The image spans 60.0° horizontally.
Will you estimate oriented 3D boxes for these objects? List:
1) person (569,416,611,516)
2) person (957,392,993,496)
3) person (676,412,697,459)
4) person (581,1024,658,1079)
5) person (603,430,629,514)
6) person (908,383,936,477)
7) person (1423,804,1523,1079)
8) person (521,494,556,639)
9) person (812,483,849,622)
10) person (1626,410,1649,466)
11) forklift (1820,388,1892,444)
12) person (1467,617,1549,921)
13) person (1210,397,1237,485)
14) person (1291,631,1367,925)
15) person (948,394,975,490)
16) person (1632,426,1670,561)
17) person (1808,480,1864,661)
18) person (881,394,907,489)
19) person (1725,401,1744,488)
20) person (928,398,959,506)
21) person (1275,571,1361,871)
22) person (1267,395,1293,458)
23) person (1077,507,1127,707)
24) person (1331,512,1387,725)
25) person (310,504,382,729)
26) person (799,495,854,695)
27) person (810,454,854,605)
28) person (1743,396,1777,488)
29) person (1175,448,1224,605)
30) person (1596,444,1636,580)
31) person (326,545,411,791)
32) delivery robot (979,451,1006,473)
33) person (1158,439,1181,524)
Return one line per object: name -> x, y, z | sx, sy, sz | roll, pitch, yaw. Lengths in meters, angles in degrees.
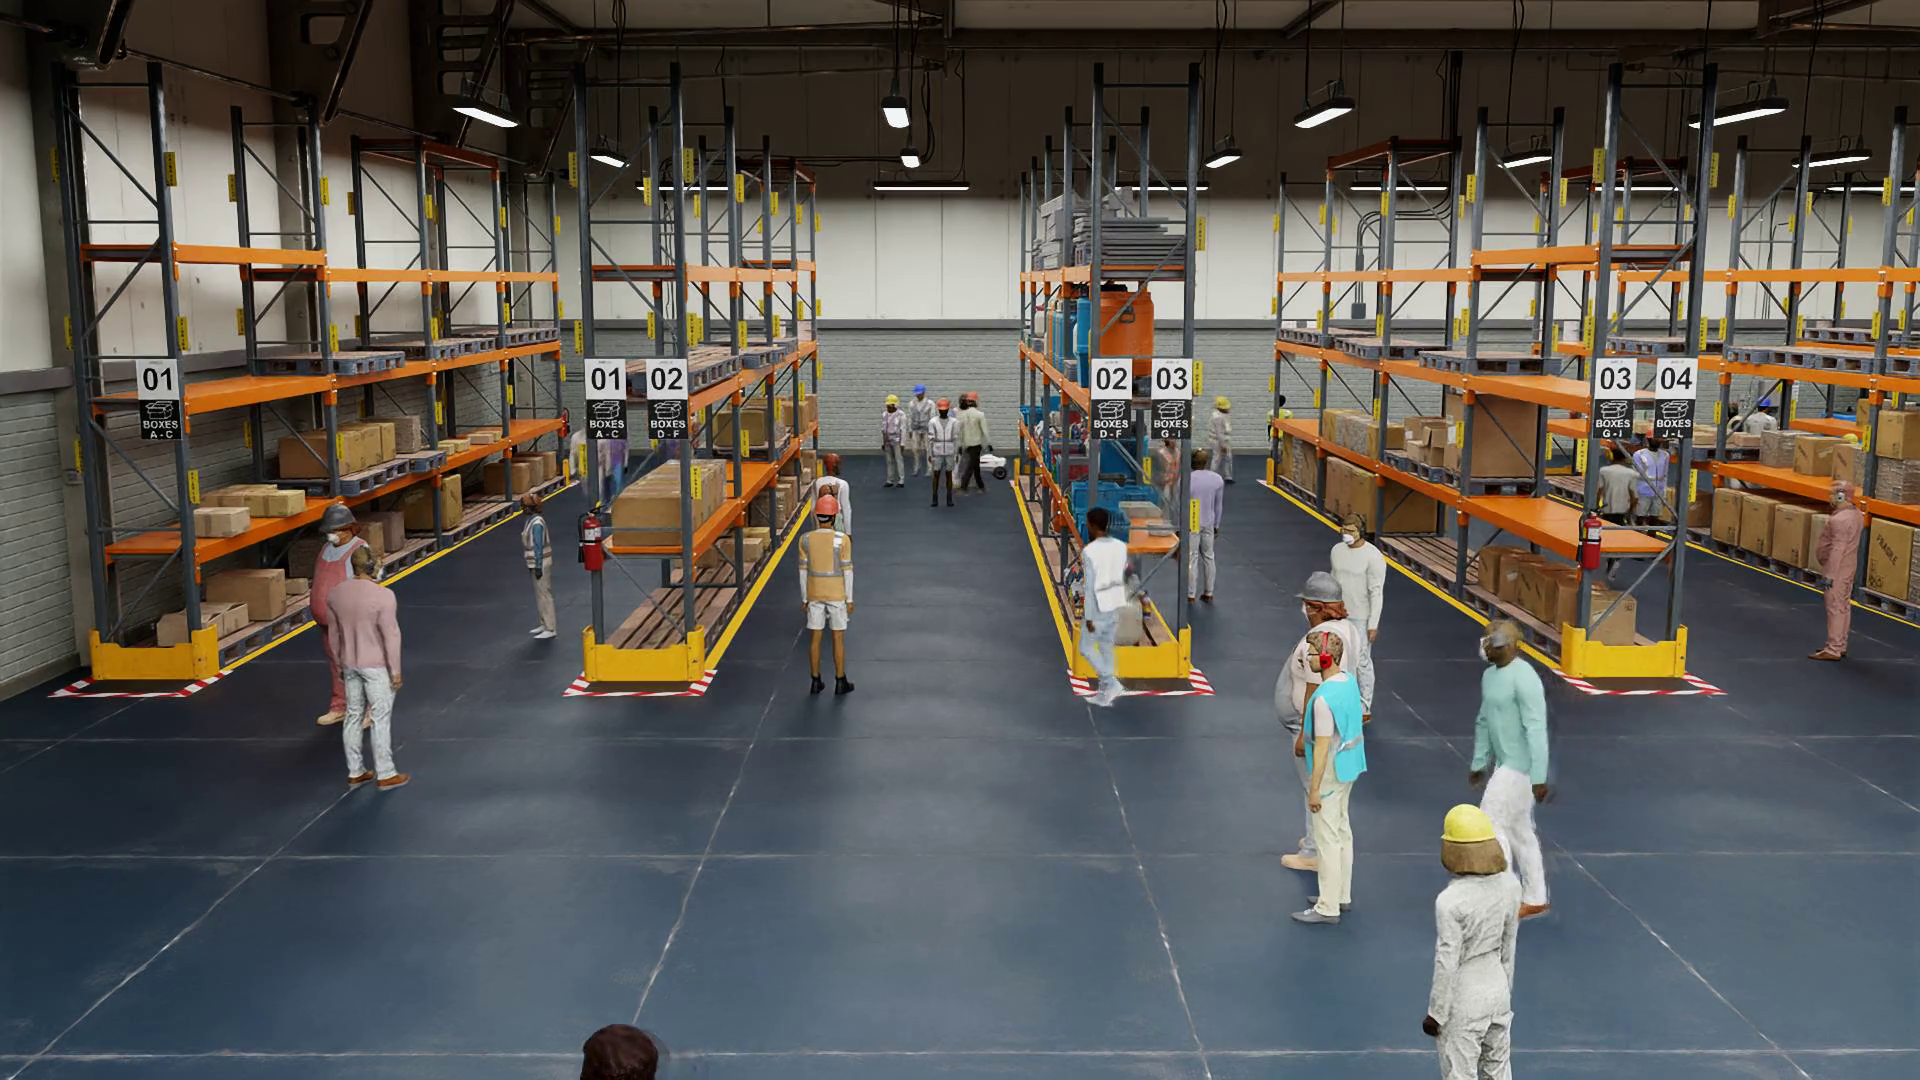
person -> -5.964, -1.102, 26.857 | 0.638, 1.867, 1.002 | 1, 9, 6
person -> 0.239, -1.783, 31.021 | 0.989, 1.953, 0.635 | -8, 12, -41
person -> -5.566, -2.263, 33.933 | 0.598, 1.977, 0.434 | 8, 12, 41
person -> -0.962, 2.299, 4.793 | 0.512, 1.897, 0.606 | 4, 10, 24
person -> -5.917, -1.329, 28.259 | 0.595, 1.871, 1.040 | -2, 9, -11
person -> -0.777, -2.230, 33.838 | 0.623, 1.933, 0.434 | 3, 9, 16
person -> 2.209, 2.001, 7.253 | 0.483, 1.735, 0.314 | -5, 10, -31
person -> -4.733, 0.289, 18.629 | 0.322, 1.627, 0.530 | -4, 10, -22
person -> -1.535, 0.155, 19.430 | 0.307, 1.641, 0.511 | -9, 12, -44
person -> 14.621, -2.405, 35.920 | 0.501, 1.633, 0.285 | -2, 9, -10
forklift -> 20.072, -3.110, 36.462 | 1.873, 2.768, 1.129 | 0, 9, 0
person -> 3.400, 1.442, 10.378 | 0.635, 1.885, 0.716 | 1, 9, 5
person -> 5.114, -1.903, 32.255 | 0.621, 1.777, 0.668 | 5, 10, 30
person -> 2.313, 1.472, 10.336 | 0.386, 1.836, 0.563 | 5, 10, 31
person -> 0.068, -1.888, 31.935 | 0.635, 1.839, 0.429 | -6, 11, -35
person -> 9.863, -0.667, 23.750 | 0.545, 1.942, 0.354 | -2, 9, -10
person -> 9.221, 0.321, 17.522 | 0.401, 1.909, 0.671 | 7, 11, 40
person -> -1.289, -1.887, 31.989 | 0.596, 1.826, 0.403 | 7, 11, 38
person -> 13.971, -1.588, 30.072 | 0.434, 1.826, 0.649 | 2, 9, 13
person -> -0.289, -1.548, 29.444 | 0.552, 1.932, 0.377 | -1, 9, -5
person -> 2.406, 1.216, 11.320 | 0.536, 2.000, 0.676 | 5, 10, 31
person -> 6.481, -2.091, 33.690 | 0.537, 1.700, 0.318 | 4, 10, 21
person -> 1.342, 0.639, 15.488 | 0.586, 1.899, 0.463 | -8, 12, -43
person -> 3.545, 0.704, 14.981 | 0.375, 1.933, 0.625 | -5, 10, -30
person -> -5.503, 0.674, 14.811 | 0.679, 2.000, 0.537 | 5, 10, 31
person -> -1.280, 0.530, 16.066 | 0.542, 1.938, 0.358 | 2, 9, 14
person -> -1.575, -0.122, 20.441 | 0.576, 1.881, 0.352 | 6, 11, 34
person -> 14.264, -1.590, 29.669 | 0.388, 1.949, 0.602 | -7, 11, -38
person -> 2.943, -0.168, 20.554 | 0.630, 1.940, 0.372 | -3, 9, -21
person -> 8.692, -0.365, 22.096 | 0.537, 1.851, 0.531 | 1, 9, 3
person -> -4.648, 1.001, 13.042 | 0.629, 1.936, 0.371 | 3, 9, 20
delivery robot -> 0.564, -1.551, 33.583 | 0.707, 0.478, 0.477 | 0, 9, -3
person -> 3.313, -0.880, 26.158 | 0.515, 1.623, 0.361 | -6, 10, -32
